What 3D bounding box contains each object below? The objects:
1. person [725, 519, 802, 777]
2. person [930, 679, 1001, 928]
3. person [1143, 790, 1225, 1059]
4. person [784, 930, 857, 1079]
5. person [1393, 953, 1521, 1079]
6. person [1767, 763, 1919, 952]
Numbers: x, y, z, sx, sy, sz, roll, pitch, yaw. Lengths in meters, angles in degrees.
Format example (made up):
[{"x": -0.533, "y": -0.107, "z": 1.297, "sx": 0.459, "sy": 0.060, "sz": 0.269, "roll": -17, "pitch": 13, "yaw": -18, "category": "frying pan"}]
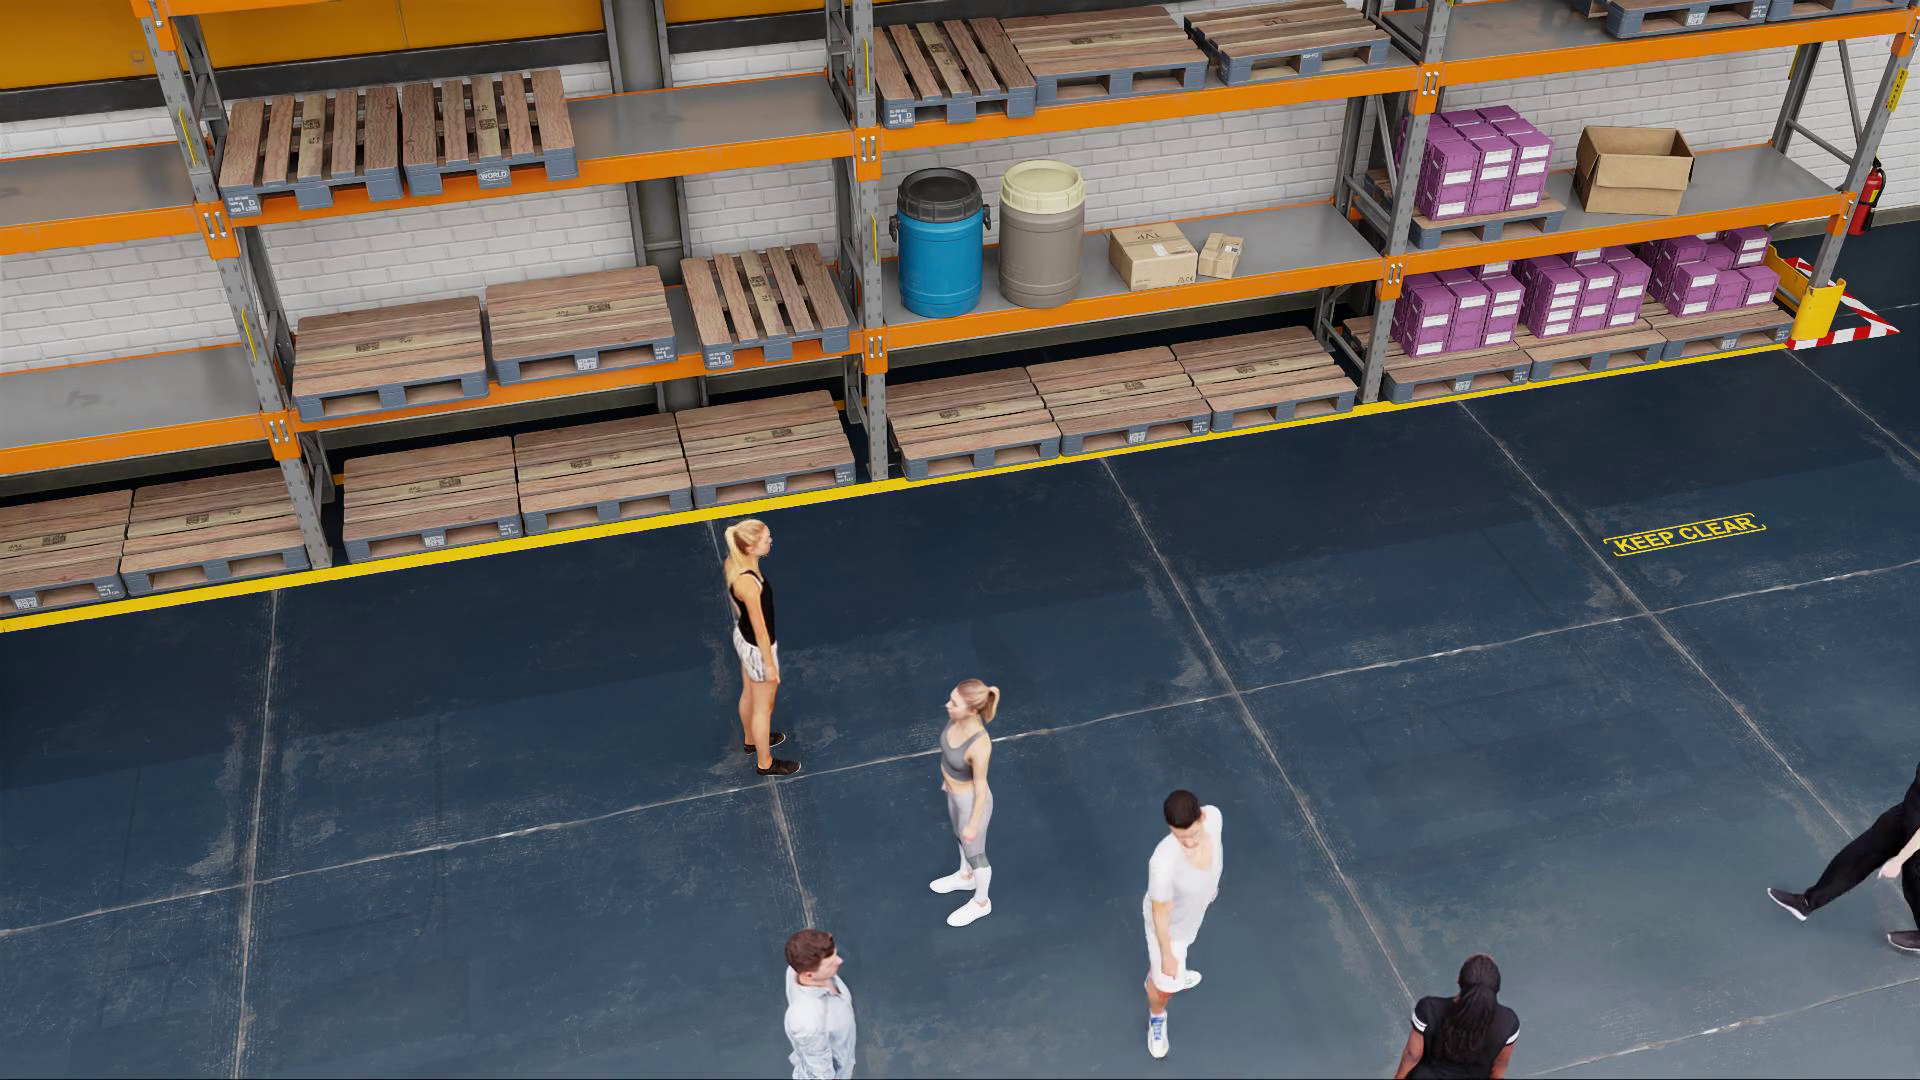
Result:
[{"x": -1.191, "y": 0.600, "z": 9.647, "sx": 0.548, "sy": 1.845, "sz": 0.641, "roll": -14, "pitch": 41, "yaw": -17, "category": "person"}, {"x": 0.046, "y": 1.368, "z": 8.799, "sx": 0.559, "sy": 1.702, "sz": 0.578, "roll": -13, "pitch": 40, "yaw": -15, "category": "person"}, {"x": 1.050, "y": 1.805, "z": 8.163, "sx": 0.934, "sy": 1.814, "sz": 0.825, "roll": 15, "pitch": 41, "yaw": 18, "category": "person"}, {"x": -0.617, "y": 2.362, "z": 7.439, "sx": 0.605, "sy": 1.848, "sz": 0.679, "roll": -3, "pitch": 39, "yaw": -4, "category": "person"}, {"x": 2.179, "y": 2.427, "z": 7.452, "sx": 0.639, "sy": 1.729, "sz": 0.758, "roll": 5, "pitch": 39, "yaw": 7, "category": "person"}, {"x": 5.034, "y": 1.561, "z": 8.569, "sx": 1.220, "sy": 1.689, "sz": 1.008, "roll": 10, "pitch": 40, "yaw": 13, "category": "person"}]
